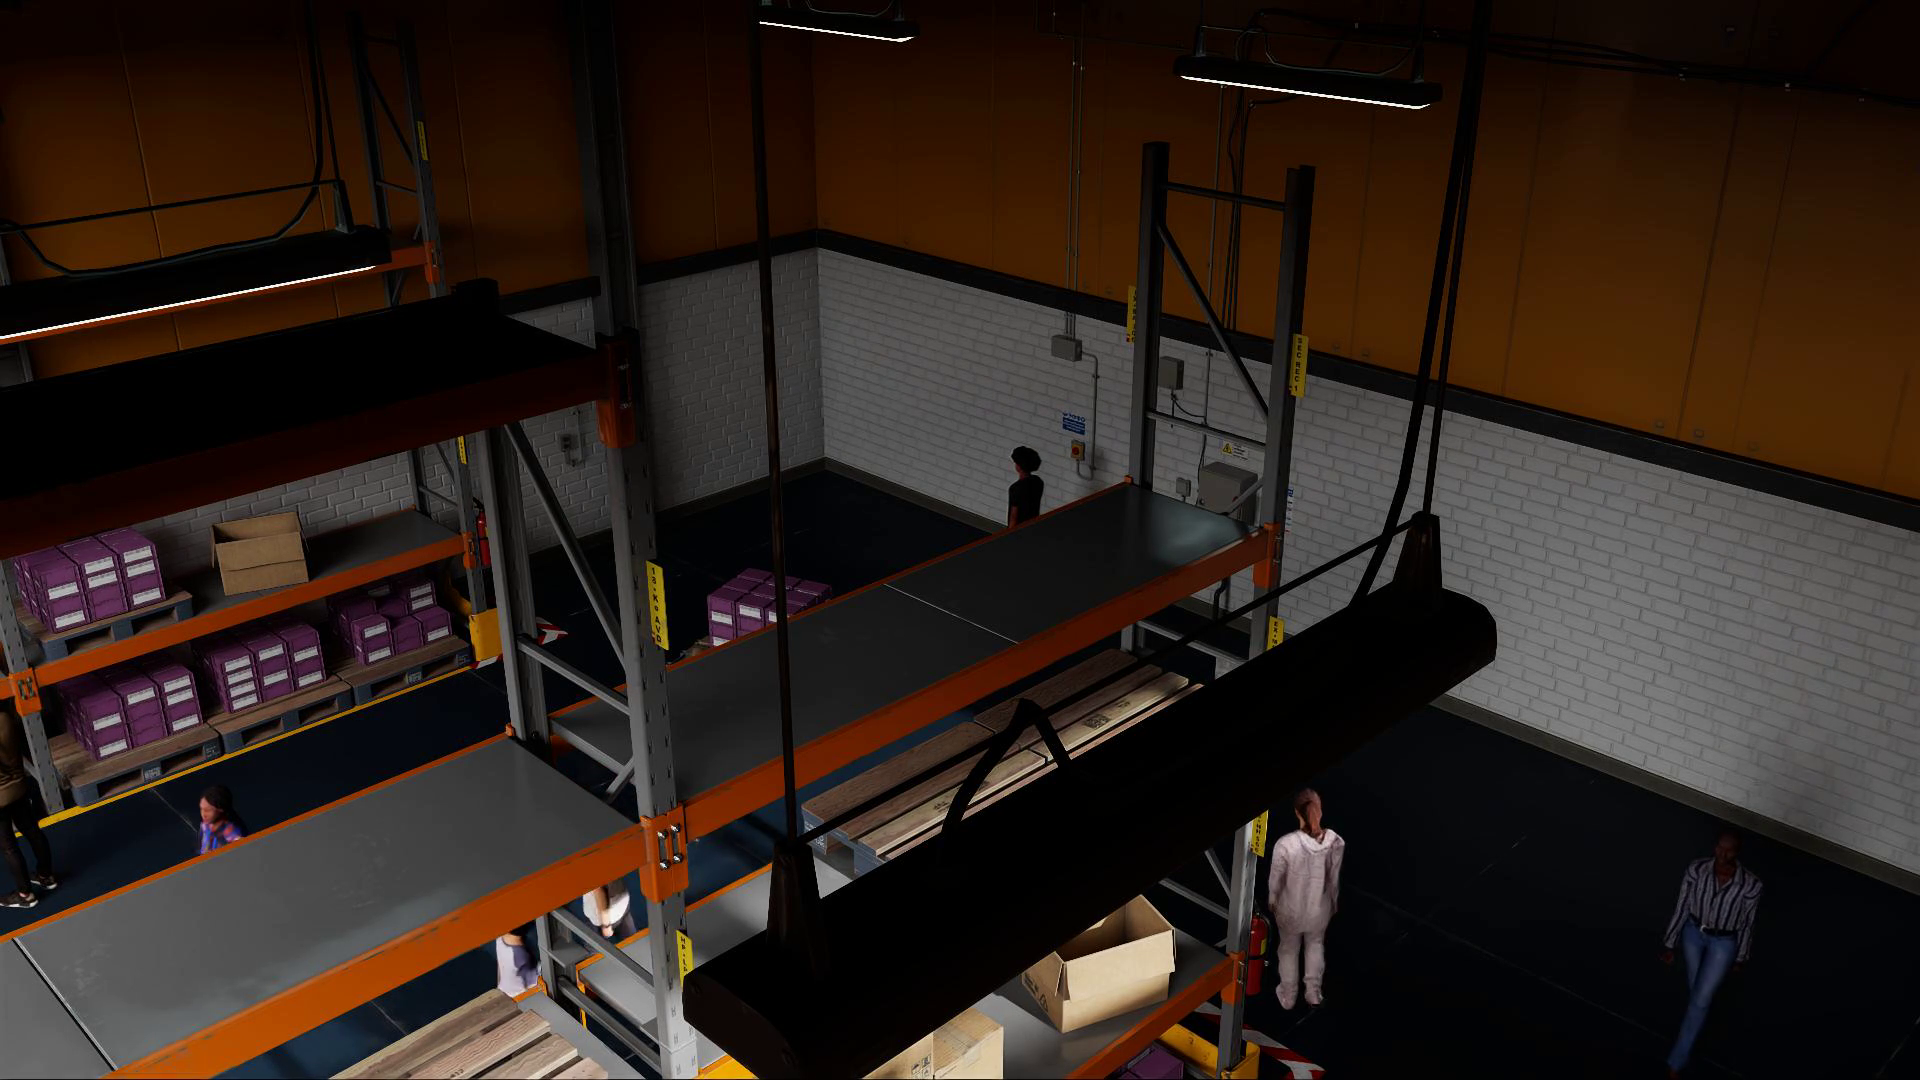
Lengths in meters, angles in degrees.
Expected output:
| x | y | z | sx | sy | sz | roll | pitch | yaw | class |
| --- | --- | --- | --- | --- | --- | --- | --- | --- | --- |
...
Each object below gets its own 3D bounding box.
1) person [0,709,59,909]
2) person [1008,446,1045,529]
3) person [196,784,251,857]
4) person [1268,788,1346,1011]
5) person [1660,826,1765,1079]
| x | y | z | sx | sy | sz | roll | pitch | yaw | class |
| --- | --- | --- | --- | --- | --- | --- | --- | --- | --- |
| -7.120 | 1.871 | 12.356 | 0.808 | 1.849 | 0.687 | 6 | 24 | 13 | person |
| 0.660 | -0.115 | 16.982 | 0.685 | 1.783 | 0.529 | 19 | 30 | 36 | person |
| -4.849 | 2.394 | 11.330 | 0.768 | 1.714 | 1.059 | 13 | 27 | 27 | person |
| 2.337 | 2.485 | 11.171 | 0.766 | 1.675 | 0.832 | -1 | 24 | -3 | person |
| 4.875 | 2.606 | 10.820 | 0.755 | 1.734 | 1.212 | 17 | 29 | 34 | person |
